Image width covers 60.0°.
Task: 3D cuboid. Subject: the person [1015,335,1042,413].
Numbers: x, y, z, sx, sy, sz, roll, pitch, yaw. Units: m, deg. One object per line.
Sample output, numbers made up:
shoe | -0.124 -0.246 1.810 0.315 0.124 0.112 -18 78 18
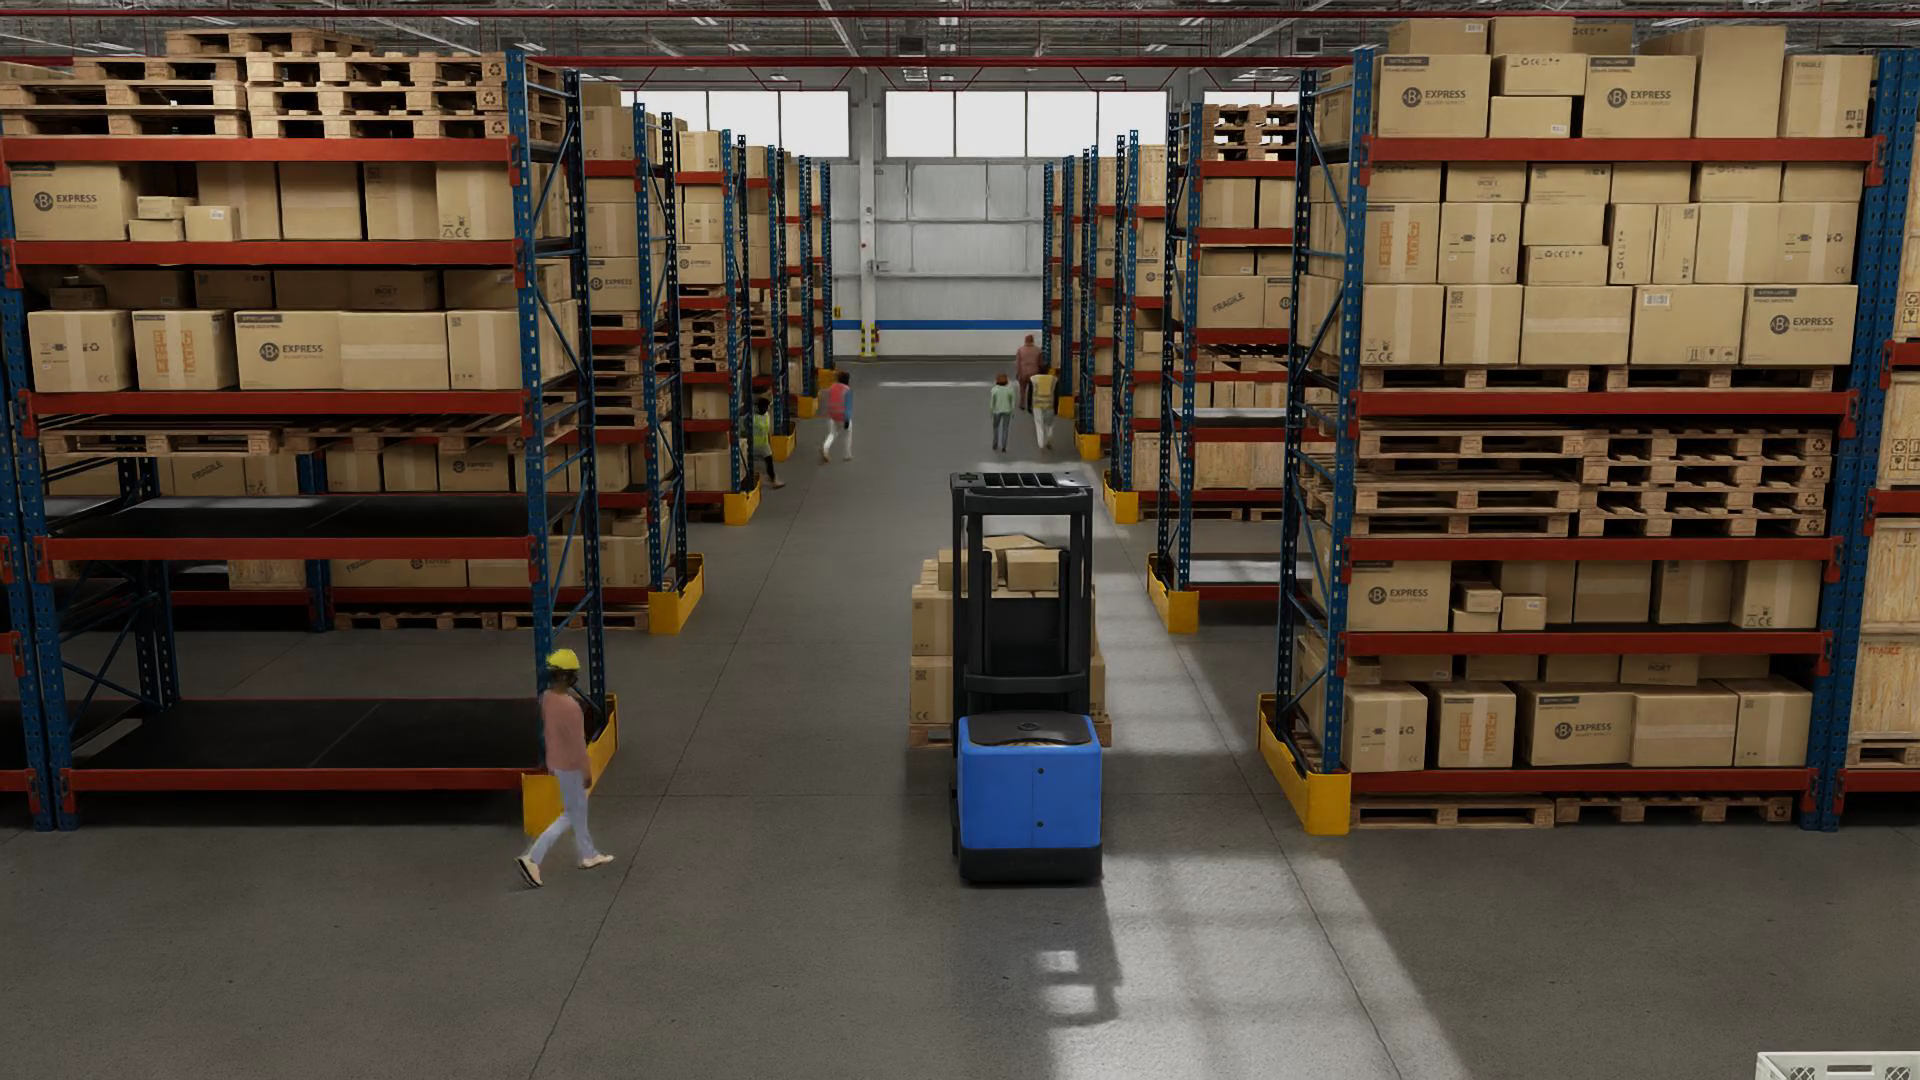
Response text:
person | 1.656 -4.026 40.230 0.658 1.842 1.008 -1 11 -3

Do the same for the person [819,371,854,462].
person | -2.387 -2.361 32.152 0.616 1.787 0.848 7 13 29

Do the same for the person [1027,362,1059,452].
person | 1.671 -2.726 33.897 0.631 1.801 0.918 -1 11 -6

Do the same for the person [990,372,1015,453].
person | 0.844 -2.583 33.642 0.517 1.618 0.534 -1 11 -5

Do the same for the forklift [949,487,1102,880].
forklift | 0.495 0.986 12.813 1.129 2.768 1.873 0 11 -2

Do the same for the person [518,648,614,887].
person | -2.954 1.667 12.300 0.749 1.728 0.561 -8 14 -36

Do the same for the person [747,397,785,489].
person | -3.536 -1.707 29.235 0.886 1.646 0.569 9 14 36
